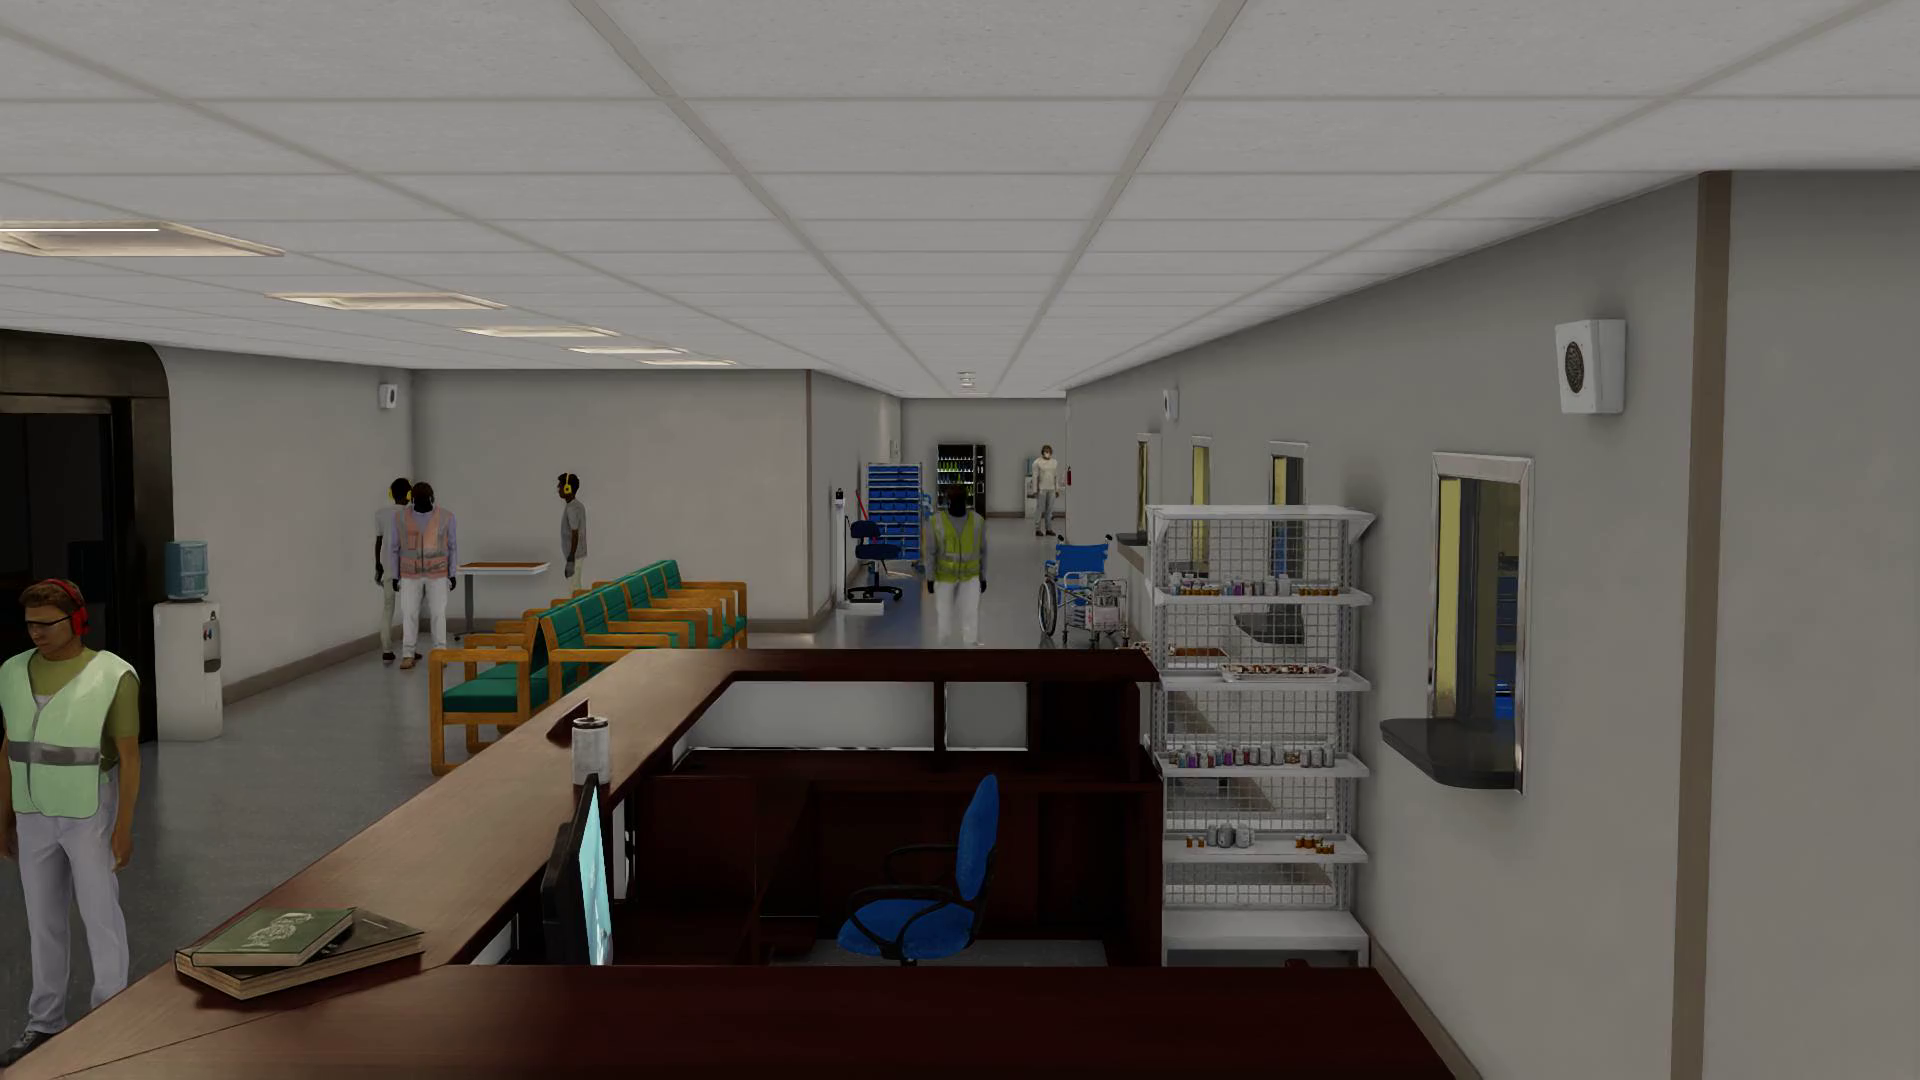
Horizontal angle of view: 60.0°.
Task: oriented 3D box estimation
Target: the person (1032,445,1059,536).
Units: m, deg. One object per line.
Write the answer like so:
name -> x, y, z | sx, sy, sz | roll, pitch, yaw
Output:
person -> 1.806, -1.043, 35.034 | 0.633, 1.936, 0.353 | -2, 5, -29

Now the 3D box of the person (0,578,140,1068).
person -> -3.356, 1.056, 6.275 | 0.563, 1.838, 0.390 | 1, 4, 9

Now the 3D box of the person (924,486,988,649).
person -> -0.035, 0.355, 16.464 | 0.652, 1.789, 0.979 | -1, 4, -8

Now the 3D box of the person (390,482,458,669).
person -> -5.238, 0.346, 16.253 | 0.634, 1.834, 0.429 | -1, 4, -14

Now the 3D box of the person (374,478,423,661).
person -> -5.646, 0.302, 16.770 | 0.520, 1.857, 0.333 | 0, 4, -3

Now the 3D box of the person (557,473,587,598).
person -> -4.175, 0.211, 17.912 | 0.309, 1.868, 0.535 | 0, 4, -6
